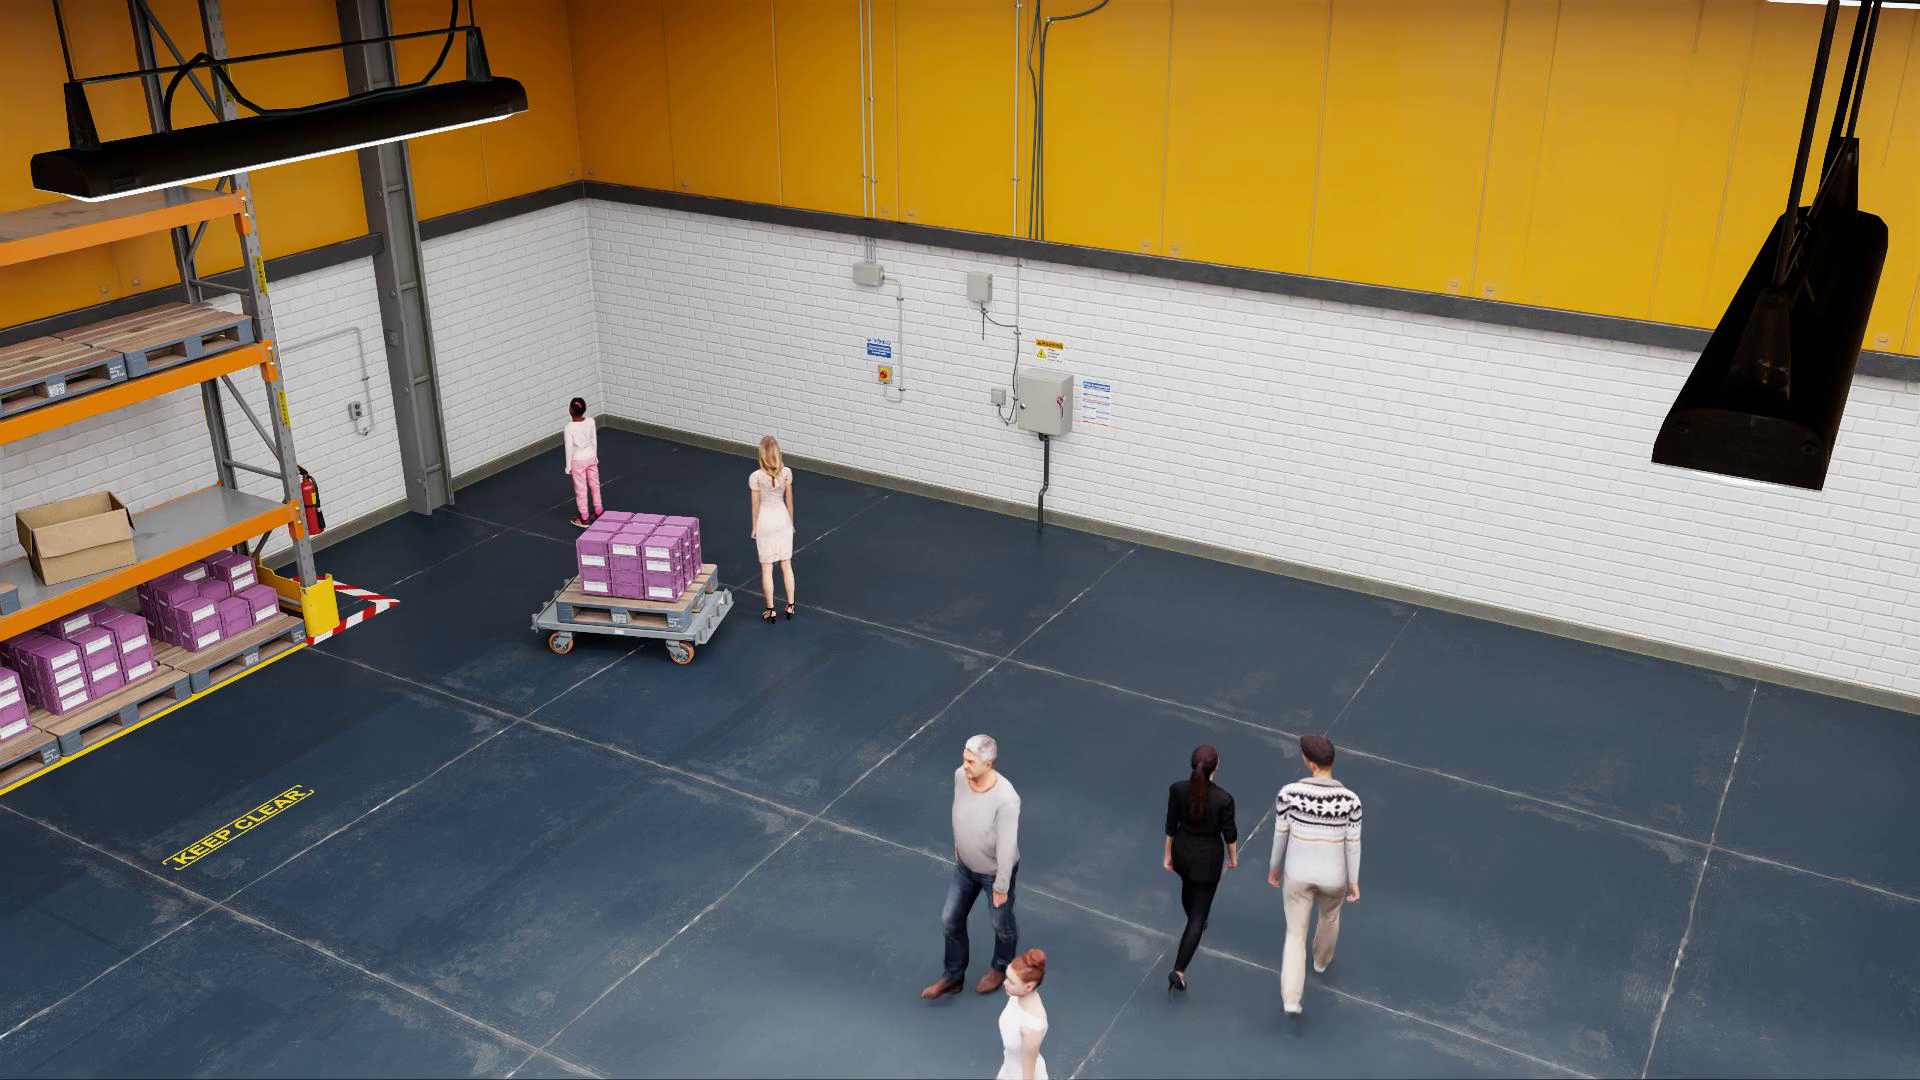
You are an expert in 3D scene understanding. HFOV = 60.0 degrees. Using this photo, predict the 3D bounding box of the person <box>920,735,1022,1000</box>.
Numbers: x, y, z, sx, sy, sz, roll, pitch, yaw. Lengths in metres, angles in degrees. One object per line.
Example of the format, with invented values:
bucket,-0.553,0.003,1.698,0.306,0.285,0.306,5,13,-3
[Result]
person,0.226,2.019,10.496,1.005,1.894,0.900,-21,31,-39

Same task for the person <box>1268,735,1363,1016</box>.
person,2.194,2.114,10.343,0.956,1.842,1.249,6,24,13

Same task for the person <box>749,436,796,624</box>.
person,-1.734,-0.099,15.422,0.624,1.829,0.714,-10,26,-22

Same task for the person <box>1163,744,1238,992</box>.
person,1.483,2.123,10.612,0.581,1.611,1.064,13,27,27

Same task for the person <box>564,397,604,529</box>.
person,-3.991,-0.849,17.622,0.652,1.442,0.514,21,31,40

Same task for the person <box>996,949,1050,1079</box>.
person,0.436,2.862,8.709,0.852,1.781,0.799,-3,24,-8
